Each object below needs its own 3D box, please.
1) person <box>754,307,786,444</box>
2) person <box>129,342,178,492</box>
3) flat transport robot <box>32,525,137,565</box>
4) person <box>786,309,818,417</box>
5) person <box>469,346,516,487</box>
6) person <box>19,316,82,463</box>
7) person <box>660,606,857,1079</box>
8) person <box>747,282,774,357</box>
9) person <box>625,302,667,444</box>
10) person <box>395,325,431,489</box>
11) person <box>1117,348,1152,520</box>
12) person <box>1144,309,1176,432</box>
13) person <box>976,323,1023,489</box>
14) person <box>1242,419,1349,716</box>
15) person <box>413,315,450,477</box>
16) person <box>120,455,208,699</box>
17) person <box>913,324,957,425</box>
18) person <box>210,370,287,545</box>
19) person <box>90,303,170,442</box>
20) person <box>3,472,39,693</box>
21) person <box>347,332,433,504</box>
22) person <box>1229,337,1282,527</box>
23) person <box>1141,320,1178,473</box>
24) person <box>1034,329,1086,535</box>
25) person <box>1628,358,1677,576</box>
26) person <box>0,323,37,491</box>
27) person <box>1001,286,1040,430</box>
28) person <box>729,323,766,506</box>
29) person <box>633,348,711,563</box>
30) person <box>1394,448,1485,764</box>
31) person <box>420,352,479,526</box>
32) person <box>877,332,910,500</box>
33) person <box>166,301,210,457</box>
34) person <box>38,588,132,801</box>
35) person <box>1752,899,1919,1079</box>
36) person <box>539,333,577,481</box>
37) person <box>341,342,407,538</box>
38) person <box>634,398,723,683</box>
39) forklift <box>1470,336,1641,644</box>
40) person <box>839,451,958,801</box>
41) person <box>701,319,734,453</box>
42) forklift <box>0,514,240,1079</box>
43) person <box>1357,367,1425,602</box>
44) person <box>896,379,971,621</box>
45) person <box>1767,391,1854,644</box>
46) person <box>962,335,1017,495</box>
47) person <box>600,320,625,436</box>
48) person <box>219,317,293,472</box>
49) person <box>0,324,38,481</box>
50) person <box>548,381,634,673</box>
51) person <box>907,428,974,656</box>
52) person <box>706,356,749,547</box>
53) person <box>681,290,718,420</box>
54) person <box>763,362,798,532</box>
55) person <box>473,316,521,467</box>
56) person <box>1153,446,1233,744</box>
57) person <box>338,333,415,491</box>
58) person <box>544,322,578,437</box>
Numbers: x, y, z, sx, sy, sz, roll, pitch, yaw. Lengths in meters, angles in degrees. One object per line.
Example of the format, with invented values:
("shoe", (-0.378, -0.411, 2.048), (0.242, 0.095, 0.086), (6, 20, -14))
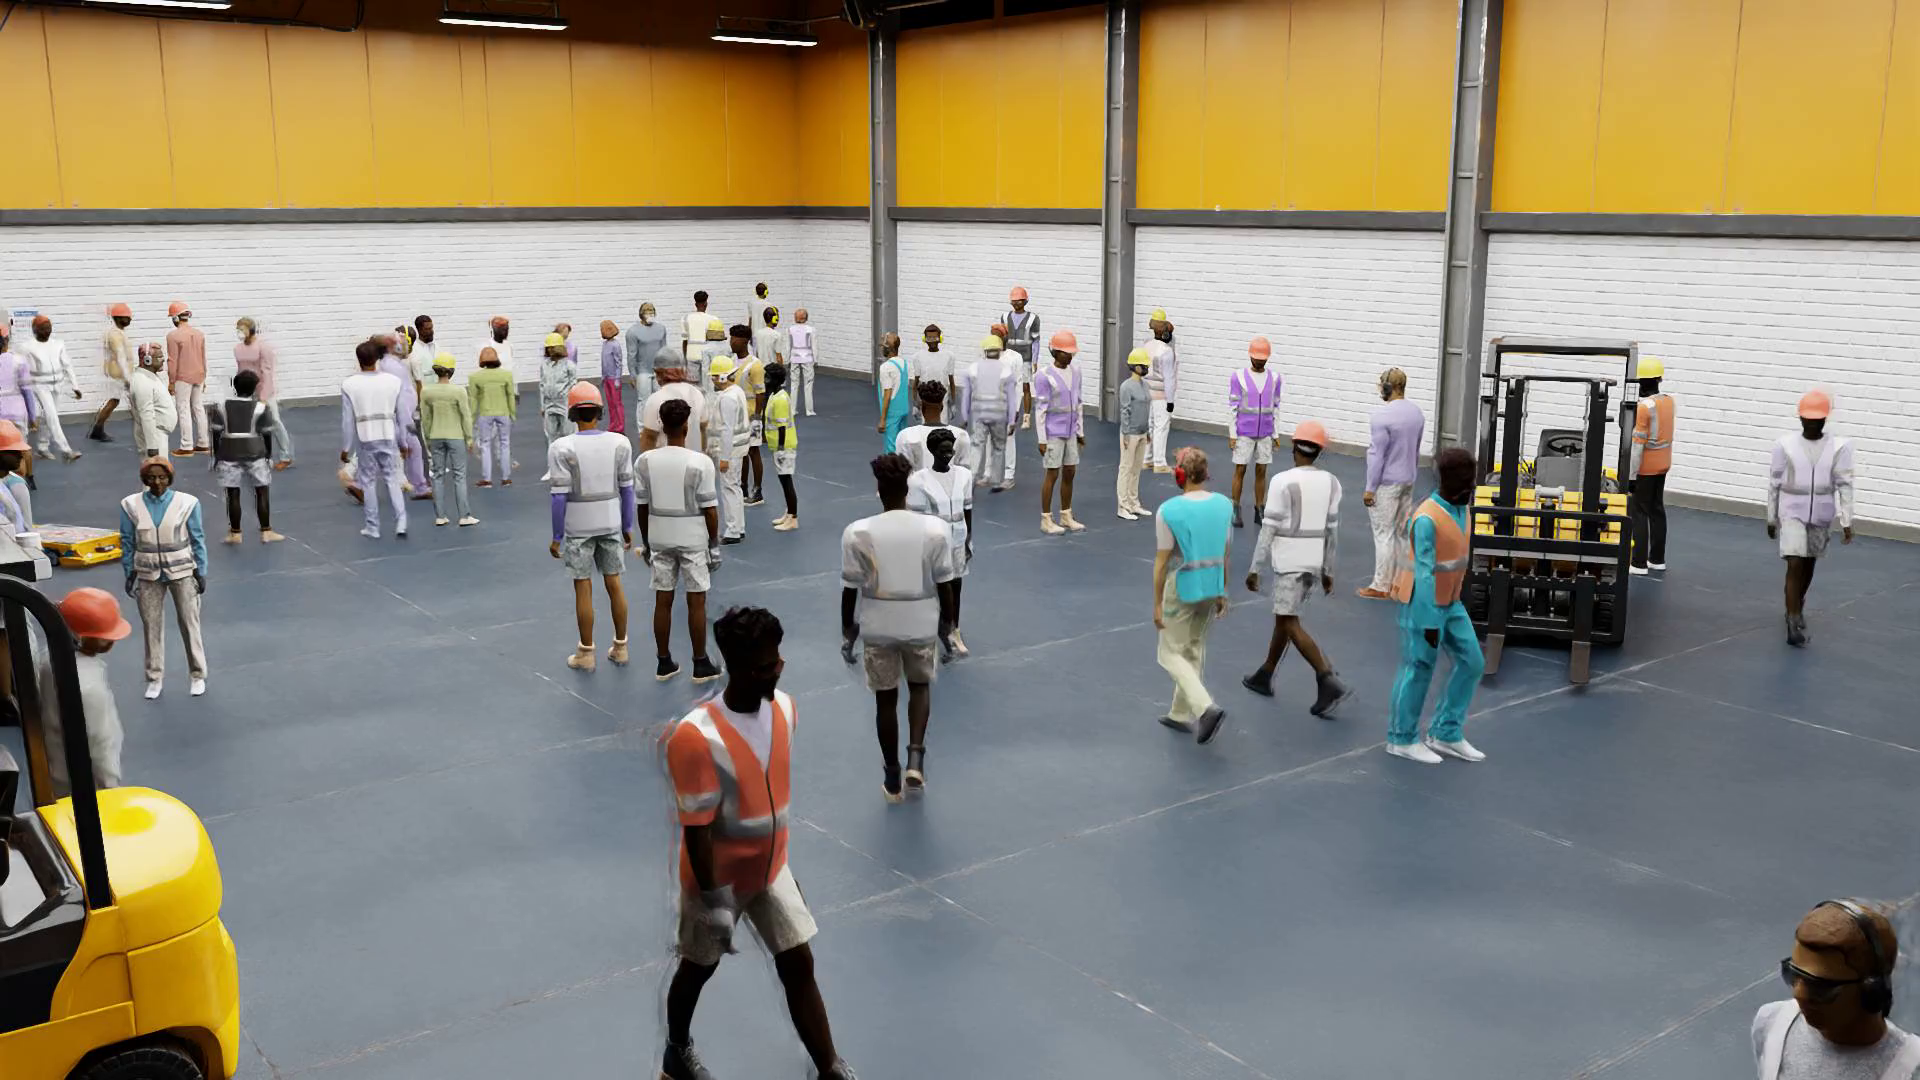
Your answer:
("person", (-2.527, -2.188, 22.261), (0.513, 1.857, 0.345), (10, 15, 39))
("person", (-7.936, -1.002, 16.437), (0.398, 1.900, 0.635), (-4, 12, -20))
("flat transport robot", (-8.367, 0.032, 15.376), (1.431, 0.197, 0.652), (4, 12, 20))
("person", (-2.391, -2.684, 25.196), (0.515, 1.633, 0.310), (4, 12, 18))
("person", (-5.358, -1.414, 19.092), (0.514, 1.619, 0.369), (-3, 12, -15))
("person", (-11.382, -1.882, 20.824), (0.978, 1.833, 0.593), (6, 13, 26))
("person", (-0.735, 1.170, 5.891), (1.014, 1.907, 0.624), (9, 15, 37))
("person", (-3.391, -3.463, 28.417), (0.502, 1.861, 0.328), (4, 12, 17))
("person", (-4.160, -2.220, 22.245), (0.386, 1.927, 0.641), (11, 16, 43))
("person", (-6.238, -1.500, 18.892), (0.317, 1.870, 0.531), (-6, 13, -28))
("person", (1.828, -1.099, 17.210), (0.315, 1.769, 0.523), (8, 14, 33))
("person", (2.792, -2.381, 23.452), (0.488, 1.746, 0.285), (-4, 12, -18))
("person", (0.442, -1.526, 18.992), (0.576, 1.882, 0.355), (7, 14, 31))
("person", (2.237, 0.164, 10.843), (0.632, 1.880, 0.924), (-7, 14, -31))
("person", (-6.398, -1.730, 19.889), (0.396, 1.919, 0.590), (3, 12, 16))
("person", (-5.272, 0.244, 11.059), (0.519, 1.633, 0.314), (-3, 12, -13))
("person", (-0.295, -1.577, 19.304), (0.510, 1.861, 0.324), (0, 12, -1))
("person", (-6.836, -0.776, 15.887), (0.617, 1.669, 0.318), (-3, 12, -13))
("person", (-11.386, -2.265, 22.553), (0.987, 1.892, 0.562), (-3, 12, -14))
("person", (-6.140, 0.192, 10.542), (0.603, 1.945, 0.390), (3, 12, 14))
("person", (-6.176, -1.316, 18.016), (0.930, 1.871, 0.638), (-3, 12, -16))
("person", (2.973, -1.081, 16.732), (0.543, 1.927, 0.374), (-2, 12, -9))
("person", (2.413, -1.728, 20.084), (0.428, 1.837, 0.633), (-5, 13, -23))
("person", (1.003, -1.056, 16.373), (0.613, 2.029, 0.409), (-11, 16, -42))
("person", (6.041, -0.644, 14.655), (0.594, 1.917, 0.397), (-9, 15, -37))
("person", (-10.747, -1.499, 18.766), (0.553, 1.923, 0.391), (8, 14, 35))
("person", (0.835, -2.591, 23.744), (0.605, 2.044, 0.375), (4, 12, 20))
("person", (-2.328, -1.353, 17.948), (0.368, 1.967, 0.600), (-9, 15, -38))
("person", (-2.582, -0.754, 14.878), (1.011, 2.000, 0.693), (6, 13, 29))
("person", (2.854, 0.399, 9.661), (0.662, 1.890, 0.624), (9, 15, 37))
("person", (-5.161, -1.013, 16.793), (0.523, 1.769, 0.317), (2, 12, 9))
("person", (-0.729, -1.355, 18.256), (0.328, 1.844, 0.513), (6, 13, 28))
("person", (-9.937, -2.065, 21.372), (0.411, 1.980, 0.626), (3, 12, 16))
("person", (-3.726, 1.021, 7.113), (0.426, 1.706, 0.606), (-10, 15, -39))
("person", (2.051, 1.657, 3.814), (0.873, 1.814, 0.517), (-7, 13, -29))
("person", (-4.689, -1.545, 19.416), (0.487, 1.744, 0.312), (4, 12, 19))
("person", (-5.702, -0.966, 16.226), (0.610, 1.920, 0.381), (-9, 15, -38))
("person", (-1.913, 0.008, 11.376), (0.610, 1.966, 0.364), (3, 12, 16))
("forklift", (4.683, -0.471, 13.136), (1.214, 2.155, 2.313), (4, 12, 20))
("person", (-0.341, 0.478, 9.155), (0.642, 1.944, 0.421), (-1, 12, -6))
("person", (-3.152, -1.998, 21.609), (0.490, 1.744, 0.295), (-10, 15, -39))
("forklift", (-3.687, 1.115, 5.480), (2.313, 2.155, 1.214), (-9, 15, -36))
("person", (3.570, -0.457, 13.732), (0.632, 1.930, 0.377), (-10, 15, -40))
("person", (-0.216, -0.236, 12.606), (0.616, 1.951, 0.388), (-5, 13, -22))
("person", (6.384, -0.184, 12.533), (0.576, 1.887, 1.003), (4, 12, 17))
("person", (0.313, -1.350, 18.359), (0.629, 1.797, 0.718), (3, 12, 14))
("person", (-4.798, -2.207, 22.881), (0.280, 1.633, 0.498), (-8, 14, -35))
("person", (-8.440, -1.713, 19.886), (0.645, 1.886, 1.012), (5, 13, 22))
("person", (-10.228, -1.320, 17.767), (0.666, 1.998, 0.721), (-9, 15, -37))
("person", (-2.593, -0.093, 11.680), (0.616, 2.040, 0.381), (-8, 14, -35))
("person", (-0.139, 0.022, 11.983), (0.530, 1.689, 0.321), (-7, 14, -30))
("person", (-2.213, -0.848, 15.885), (0.403, 1.817, 0.601), (0, 12, -1))
("person", (-3.779, -2.671, 24.350), (0.603, 1.957, 0.385), (2, 12, 12))
("person", (-1.788, -0.931, 16.606), (0.322, 1.690, 0.544), (-2, 12, -9))
("person", (-5.705, -1.818, 20.436), (0.488, 1.869, 0.577), (4, 12, 19))
("person", (1.424, 0.341, 10.114), (0.576, 1.825, 0.686), (-7, 14, -31))
("person", (-6.563, -1.413, 18.620), (0.741, 1.814, 0.629), (1, 12, 7))
("person", (-5.465, -2.176, 22.813), (0.522, 1.634, 0.630), (-10, 15, -40))
